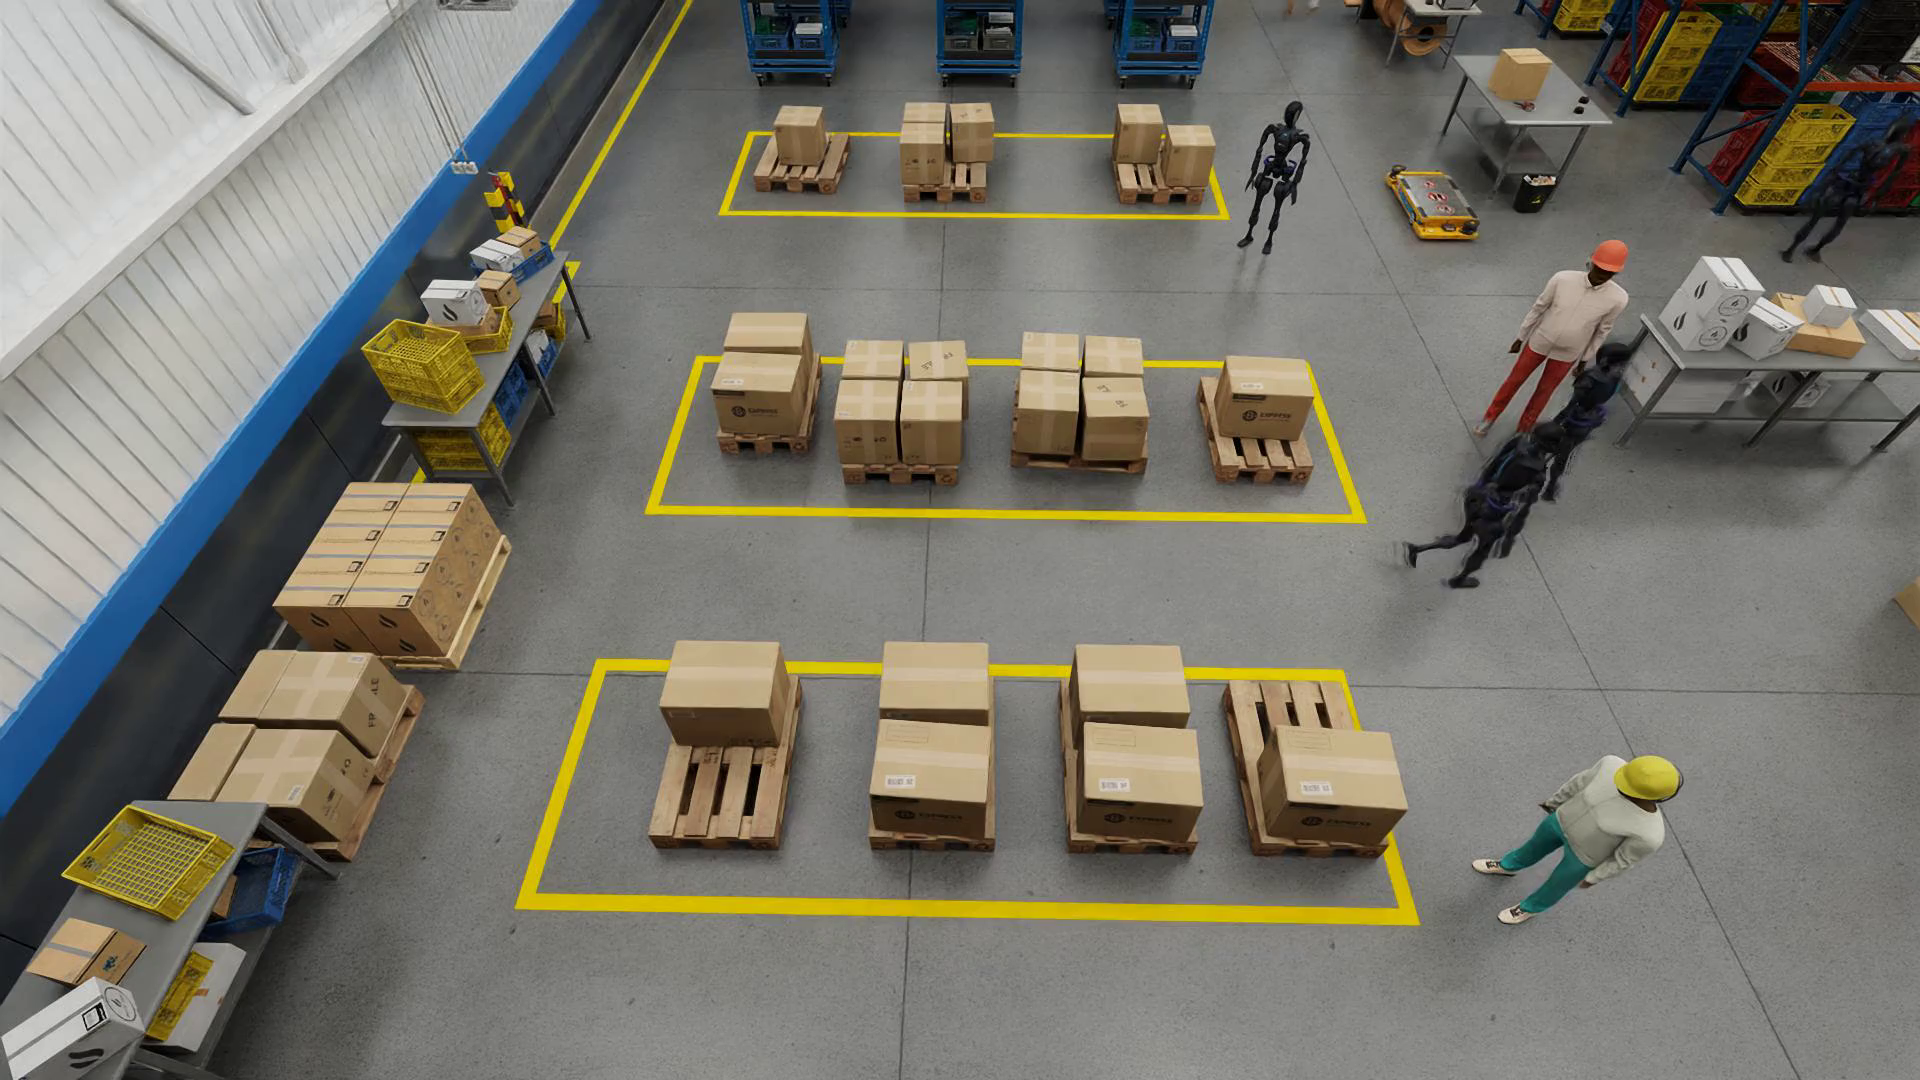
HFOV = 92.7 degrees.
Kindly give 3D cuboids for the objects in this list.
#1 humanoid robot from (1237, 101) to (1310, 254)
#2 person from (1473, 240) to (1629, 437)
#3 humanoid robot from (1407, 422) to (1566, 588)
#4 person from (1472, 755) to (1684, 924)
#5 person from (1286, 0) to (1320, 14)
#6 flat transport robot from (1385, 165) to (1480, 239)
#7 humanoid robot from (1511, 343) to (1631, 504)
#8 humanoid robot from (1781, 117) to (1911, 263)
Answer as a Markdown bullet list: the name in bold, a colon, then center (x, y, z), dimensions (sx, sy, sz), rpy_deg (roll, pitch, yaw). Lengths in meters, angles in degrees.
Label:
- **humanoid robot**: center (3.439, -3.935, 9.998), dimensions (0.592, 1.657, 0.326), rpy_deg (25, 54, 20)
- **person**: center (5.068, -1.650, 7.819), dimensions (0.621, 1.996, 0.372), rpy_deg (28, 55, 22)
- **humanoid robot**: center (3.894, -0.242, 6.815), dimensions (0.530, 1.628, 0.636), rpy_deg (1, 49, 1)
- **person**: center (3.434, 1.661, 5.109), dimensions (0.320, 1.760, 0.522), rpy_deg (-4, 49, -3)
- **person**: center (5.707, -9.353, 14.574), dimensions (0.727, 1.862, 0.589), rpy_deg (-36, 58, -27)
- **flat transport robot**: center (5.692, -4.094, 11.059), dimensions (0.652, 0.197, 1.431), rpy_deg (1, 49, 1)
- **humanoid robot**: center (4.959, -0.935, 7.424), dimensions (0.661, 1.639, 0.365), rpy_deg (-26, 54, -21)
- **humanoid robot**: center (9.567, -3.750, 9.860), dimensions (0.653, 1.637, 0.447), rpy_deg (17, 51, 14)
